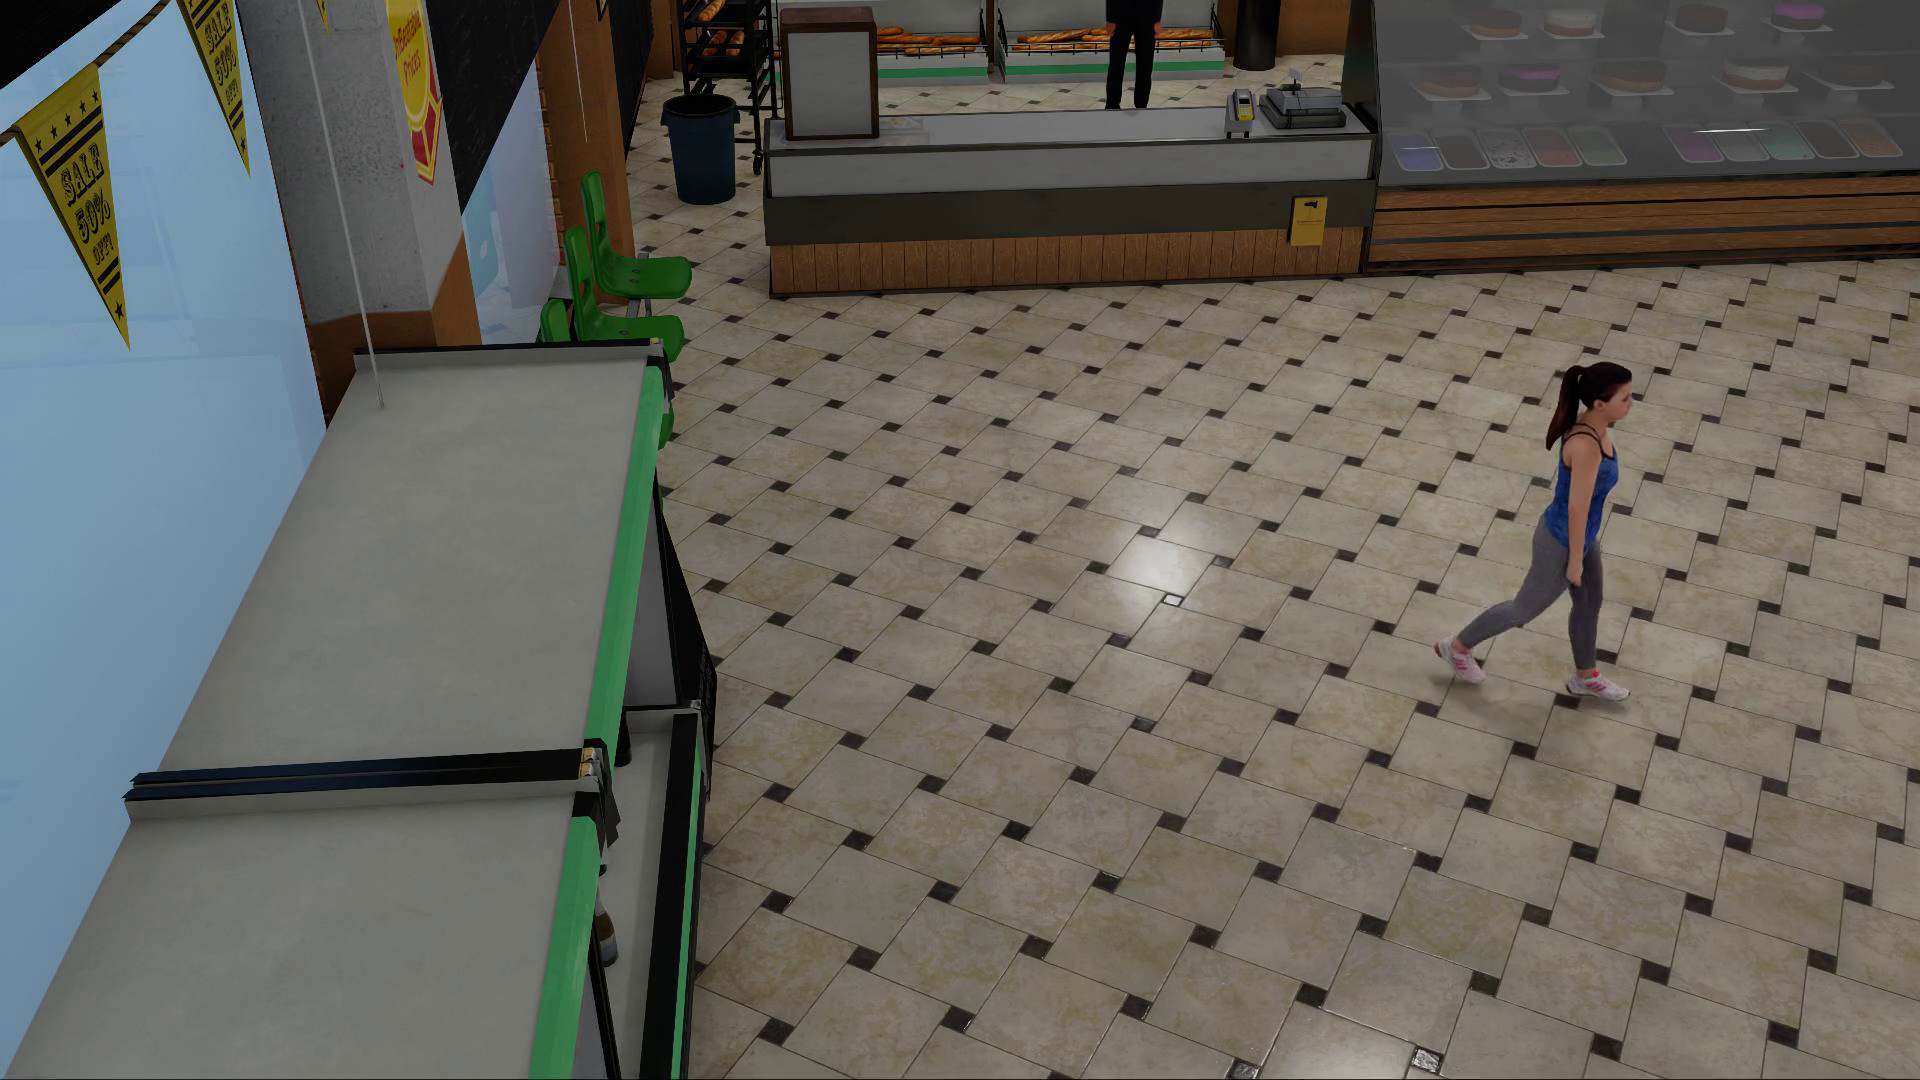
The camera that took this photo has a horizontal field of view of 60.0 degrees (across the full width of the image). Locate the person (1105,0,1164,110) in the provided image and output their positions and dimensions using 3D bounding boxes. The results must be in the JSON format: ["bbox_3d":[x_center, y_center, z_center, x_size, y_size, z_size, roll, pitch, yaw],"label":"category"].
[{"bbox_3d":[1.416,-4.247,13.479,0.614,1.868,0.570,-3,32,-5],"label":"person"}]

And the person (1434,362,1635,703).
[{"bbox_3d":[2.448,-0.005,6.938,0.957,1.577,1.076,13,34,19],"label":"person"}]
